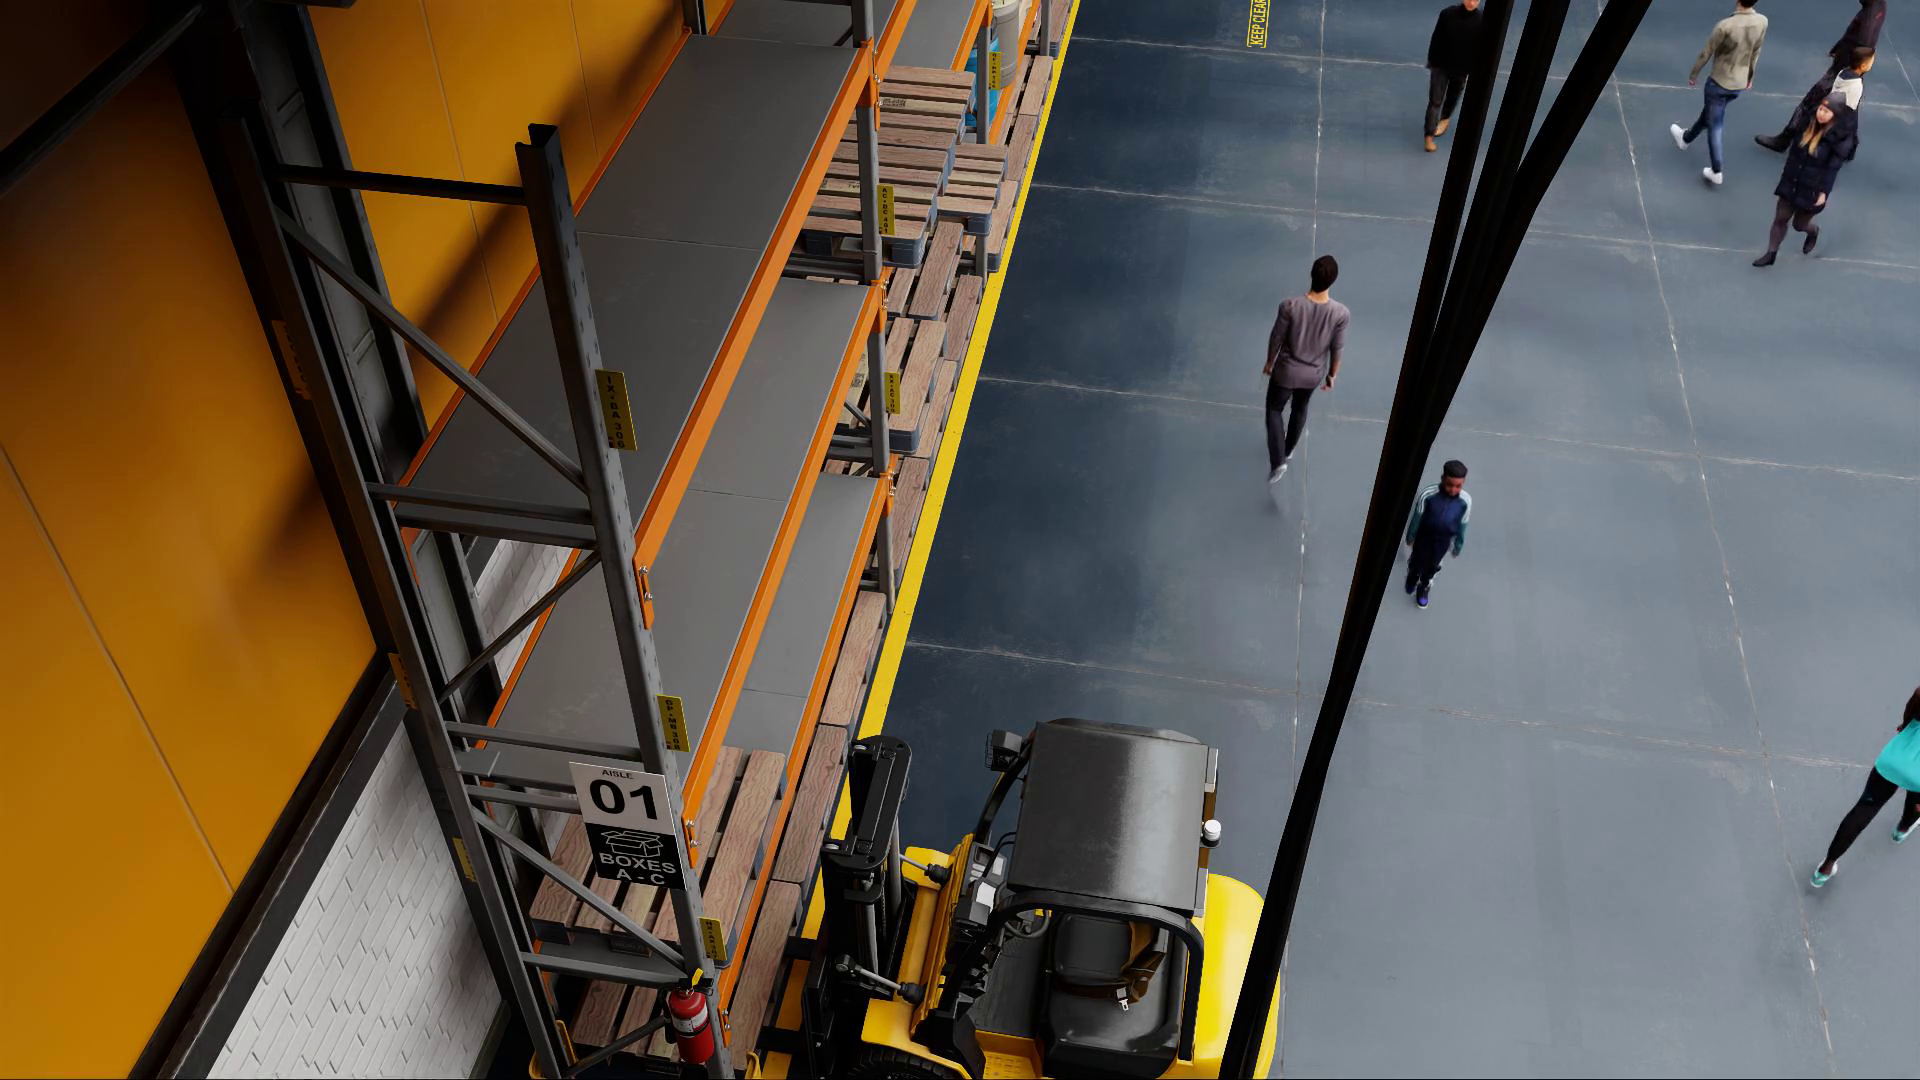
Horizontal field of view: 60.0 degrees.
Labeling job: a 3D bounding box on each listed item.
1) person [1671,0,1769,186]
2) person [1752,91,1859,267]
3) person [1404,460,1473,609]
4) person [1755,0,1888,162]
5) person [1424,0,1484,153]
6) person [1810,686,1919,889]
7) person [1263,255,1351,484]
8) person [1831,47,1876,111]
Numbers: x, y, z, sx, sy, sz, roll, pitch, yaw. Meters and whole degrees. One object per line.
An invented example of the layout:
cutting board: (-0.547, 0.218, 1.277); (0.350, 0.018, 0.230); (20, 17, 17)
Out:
person: (7.037, -4.125, 15.228); (1.039, 1.811, 1.303); (-9, 44, -9)
person: (7.303, -3.073, 14.231); (0.998, 1.663, 0.960); (-20, 47, -20)
person: (3.264, -0.090, 11.400); (0.531, 1.250, 0.531); (10, 44, 10)
person: (8.304, -4.361, 15.430); (1.058, 1.874, 1.157); (27, 50, 25)
person: (4.672, -4.551, 15.769); (0.812, 1.682, 1.084); (21, 48, 21)
person: (5.365, 1.366, 9.502); (1.245, 1.759, 1.120); (-31, 52, -28)
person: (2.488, -1.200, 12.149); (0.746, 1.824, 0.996); (3, 44, 3)
person: (7.949, -3.819, 15.169); (0.662, 1.449, 0.482); (1, 44, 1)
